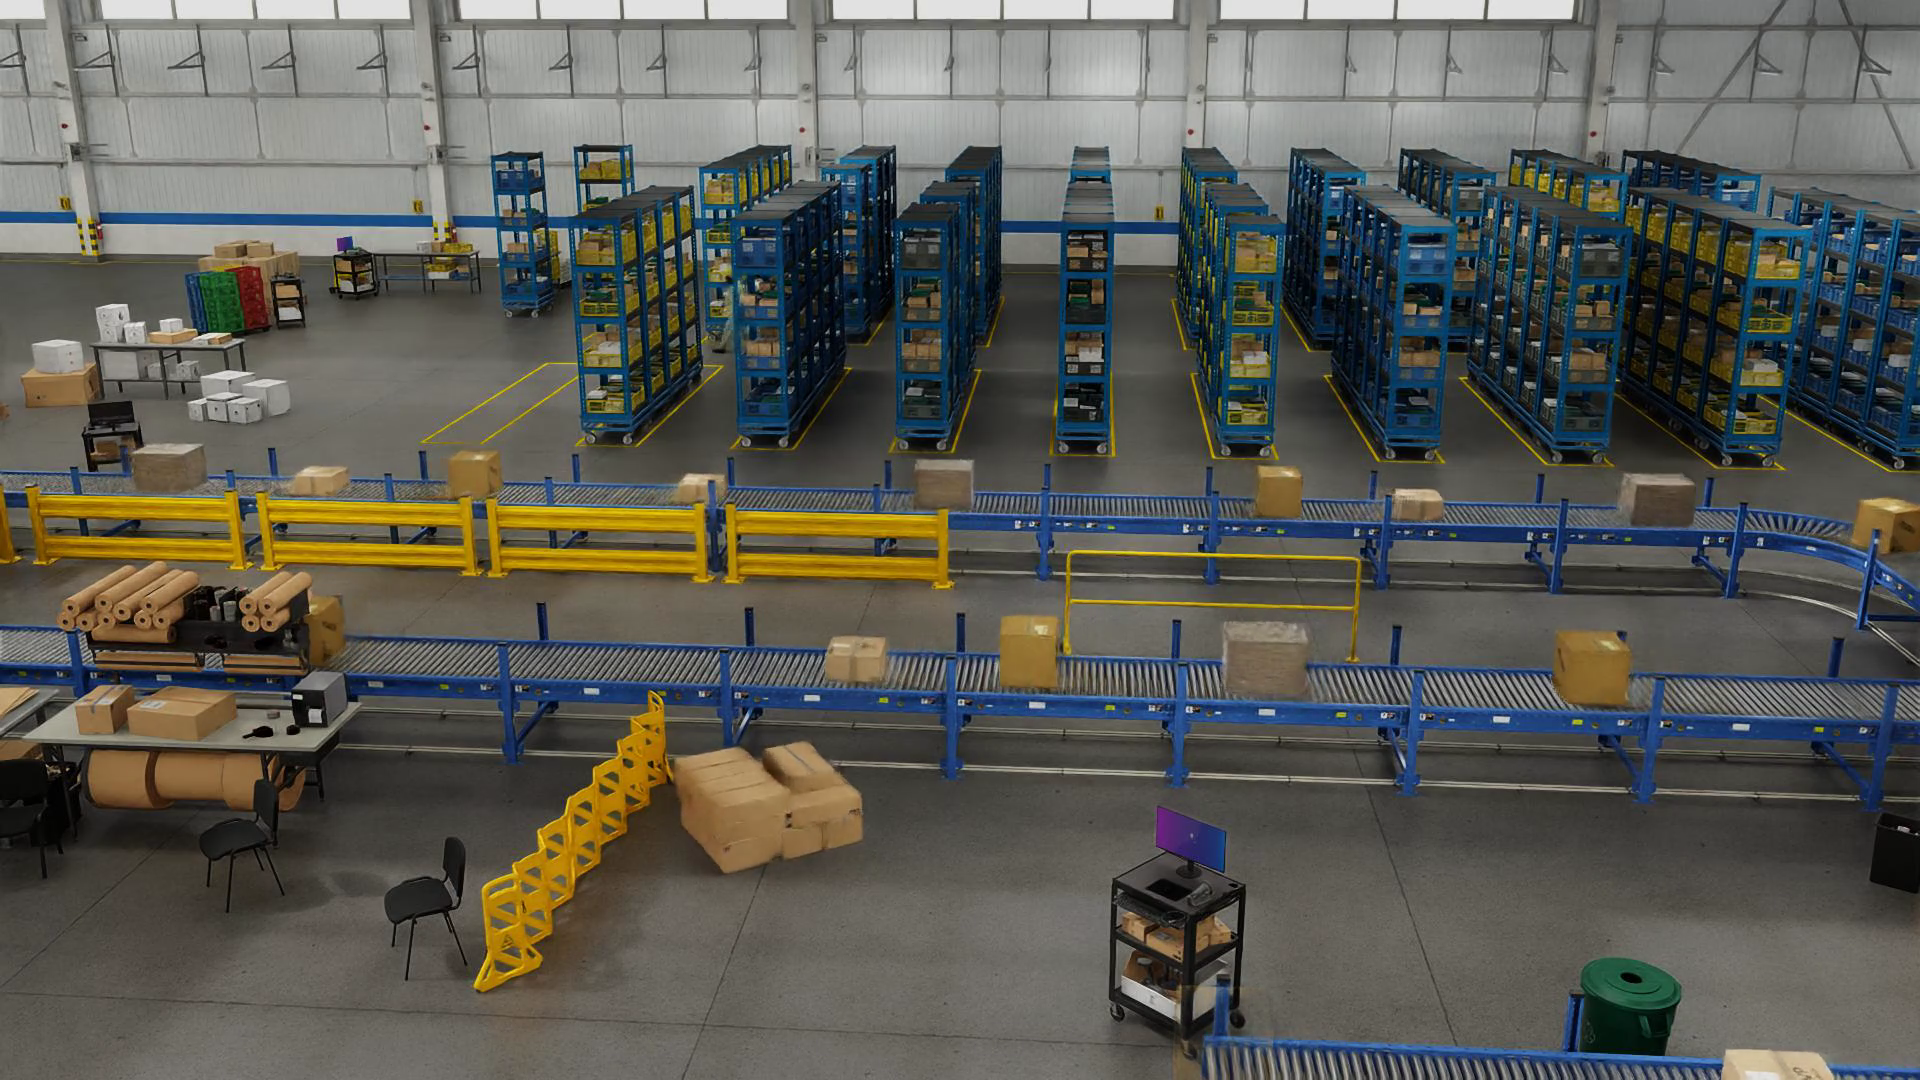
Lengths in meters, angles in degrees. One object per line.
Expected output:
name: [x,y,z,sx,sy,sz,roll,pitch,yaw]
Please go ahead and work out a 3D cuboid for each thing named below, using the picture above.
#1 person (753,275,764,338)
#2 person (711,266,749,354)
person: [-3.910,-4.403,32.338,0.380,1.951,0.605,12,21,32]
person: [-4.480,-4.594,33.250,0.981,1.773,0.610,-1,18,-4]
